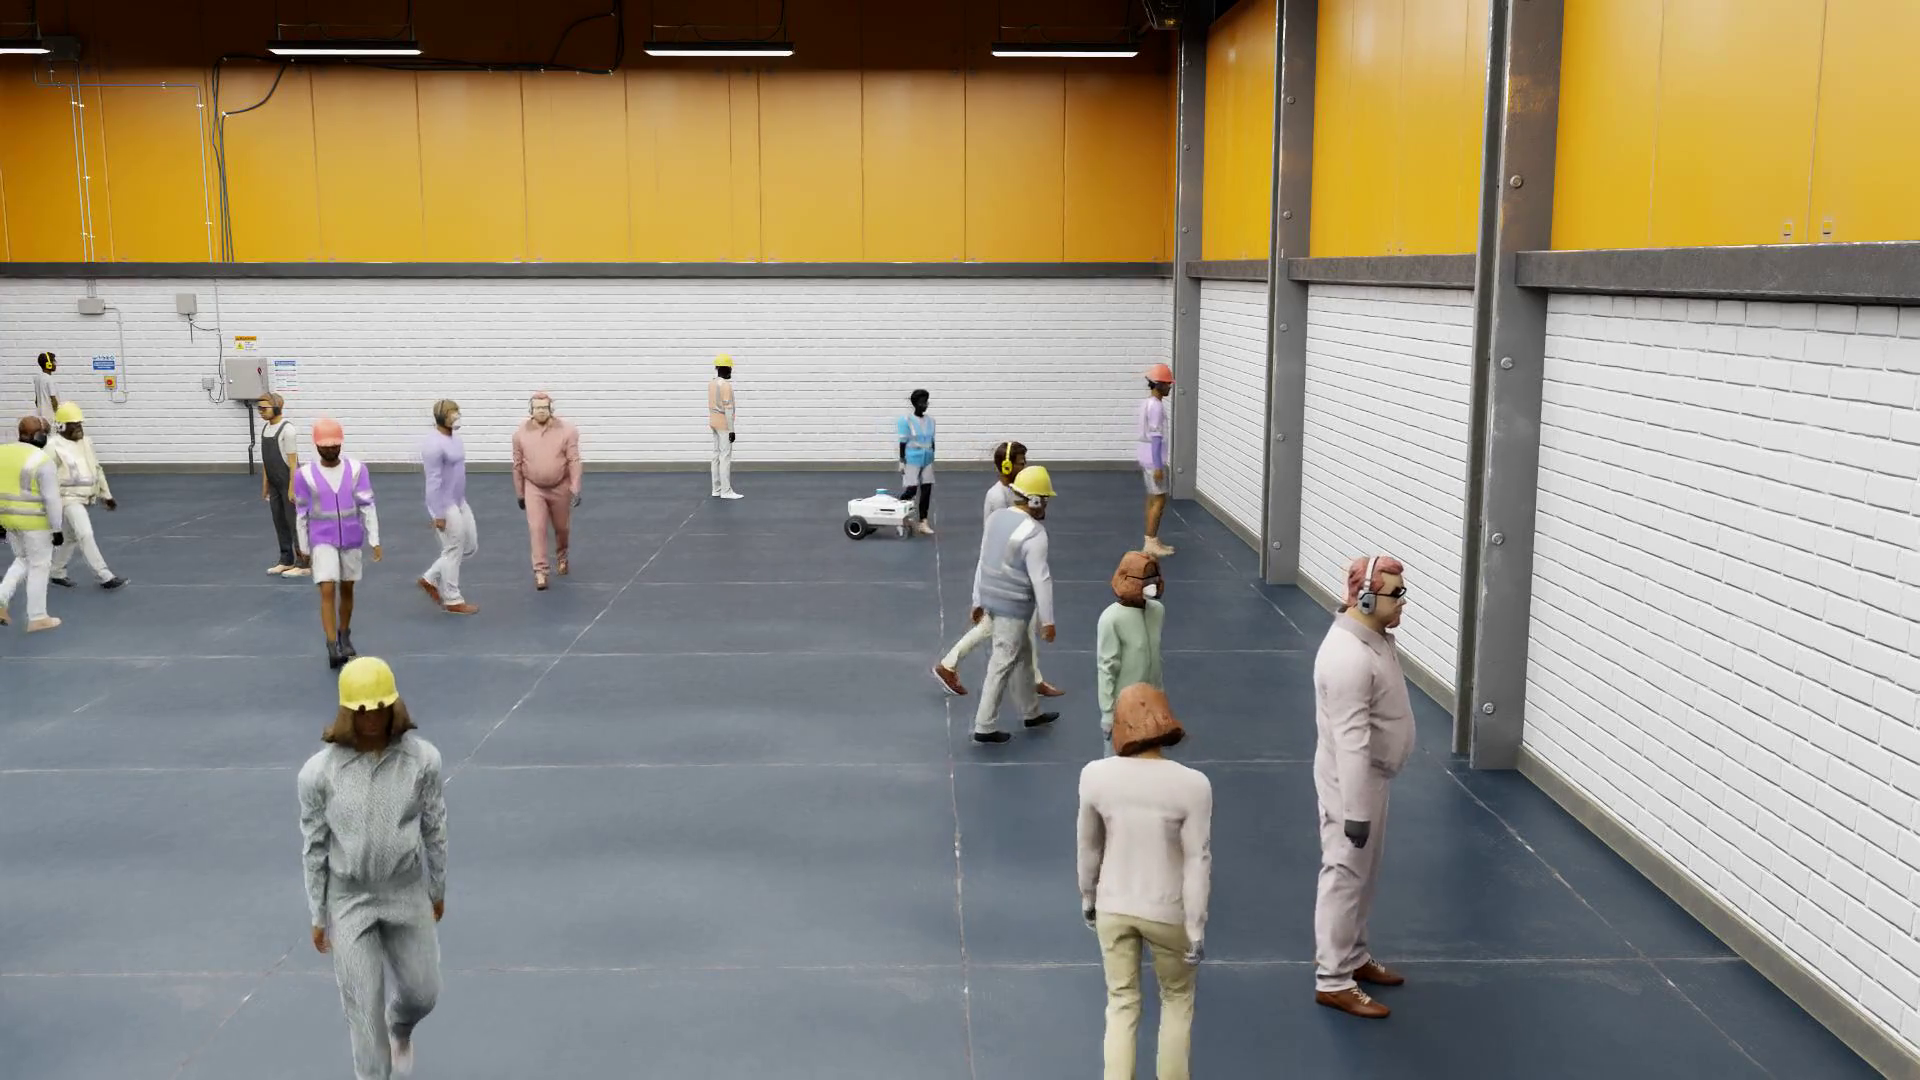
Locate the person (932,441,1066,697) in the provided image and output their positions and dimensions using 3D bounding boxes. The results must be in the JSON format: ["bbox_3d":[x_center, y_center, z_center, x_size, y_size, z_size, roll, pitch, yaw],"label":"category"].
[{"bbox_3d":[0.267,0.212,11.748,0.902,1.837,0.497,3,10,15],"label":"person"}]

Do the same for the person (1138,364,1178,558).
[{"bbox_3d":[2.081,-0.836,17.566,0.396,2.039,0.642,0,9,-1],"label":"person"}]

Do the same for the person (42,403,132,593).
[{"bbox_3d":[-8.262,-0.393,15.625,0.933,1.782,0.588,1,9,6],"label":"person"}]

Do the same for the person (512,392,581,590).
[{"bbox_3d":[-3.984,-0.509,16.082,0.653,1.875,0.929,-2,9,-12],"label":"person"}]

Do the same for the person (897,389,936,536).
[{"bbox_3d":[-0.512,-0.902,19.002,0.533,1.683,0.510,-7,12,-37],"label":"person"}]

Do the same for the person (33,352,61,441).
[{"bbox_3d":[-12.755,-1.696,23.345,0.518,1.874,0.327,7,11,35],"label":"person"}]

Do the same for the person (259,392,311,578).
[{"bbox_3d":[-6.689,-0.543,16.393,0.504,1.837,0.349,7,12,37],"label":"person"}]

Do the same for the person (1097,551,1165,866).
[{"bbox_3d":[0.875,0.856,8.420,0.266,1.631,0.507,8,12,42],"label":"person"}]

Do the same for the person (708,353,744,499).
[{"bbox_3d":[-3.125,-1.504,21.987,0.357,1.930,0.586,-6,11,-32],"label":"person"}]

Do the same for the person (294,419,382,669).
[{"bbox_3d":[-4.750,0.026,12.738,0.568,1.887,0.978,-6,11,-31],"label":"person"}]

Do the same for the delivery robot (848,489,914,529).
[{"bbox_3d":[-0.885,-0.334,18.730,0.707,0.478,0.477,2,9,14],"label":"delivery robot"}]

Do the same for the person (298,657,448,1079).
[{"bbox_3d":[-2.042,1.235,5.819,0.490,1.729,0.550,-5,11,-29],"label":"person"}]

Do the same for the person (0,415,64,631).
[{"bbox_3d":[-7.787,-0.122,13.872,0.661,1.817,0.518,4,10,21],"label":"person"}]

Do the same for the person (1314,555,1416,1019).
[{"bbox_3d":[1.644,0.993,6.781,0.398,1.902,0.655,3,10,20],"label":"person"}]

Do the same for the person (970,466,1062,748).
[{"bbox_3d":[0.429,0.420,10.599,0.846,1.790,0.614,-5,10,-27],"label":"person"}]

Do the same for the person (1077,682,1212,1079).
[{"bbox_3d":[0.618,1.301,5.753,0.515,1.604,0.484,4,10,23],"label":"person"}]

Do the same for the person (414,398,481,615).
[{"bbox_3d":[-4.507,-0.286,14.541,0.513,1.919,0.644,1,9,4],"label":"person"}]
